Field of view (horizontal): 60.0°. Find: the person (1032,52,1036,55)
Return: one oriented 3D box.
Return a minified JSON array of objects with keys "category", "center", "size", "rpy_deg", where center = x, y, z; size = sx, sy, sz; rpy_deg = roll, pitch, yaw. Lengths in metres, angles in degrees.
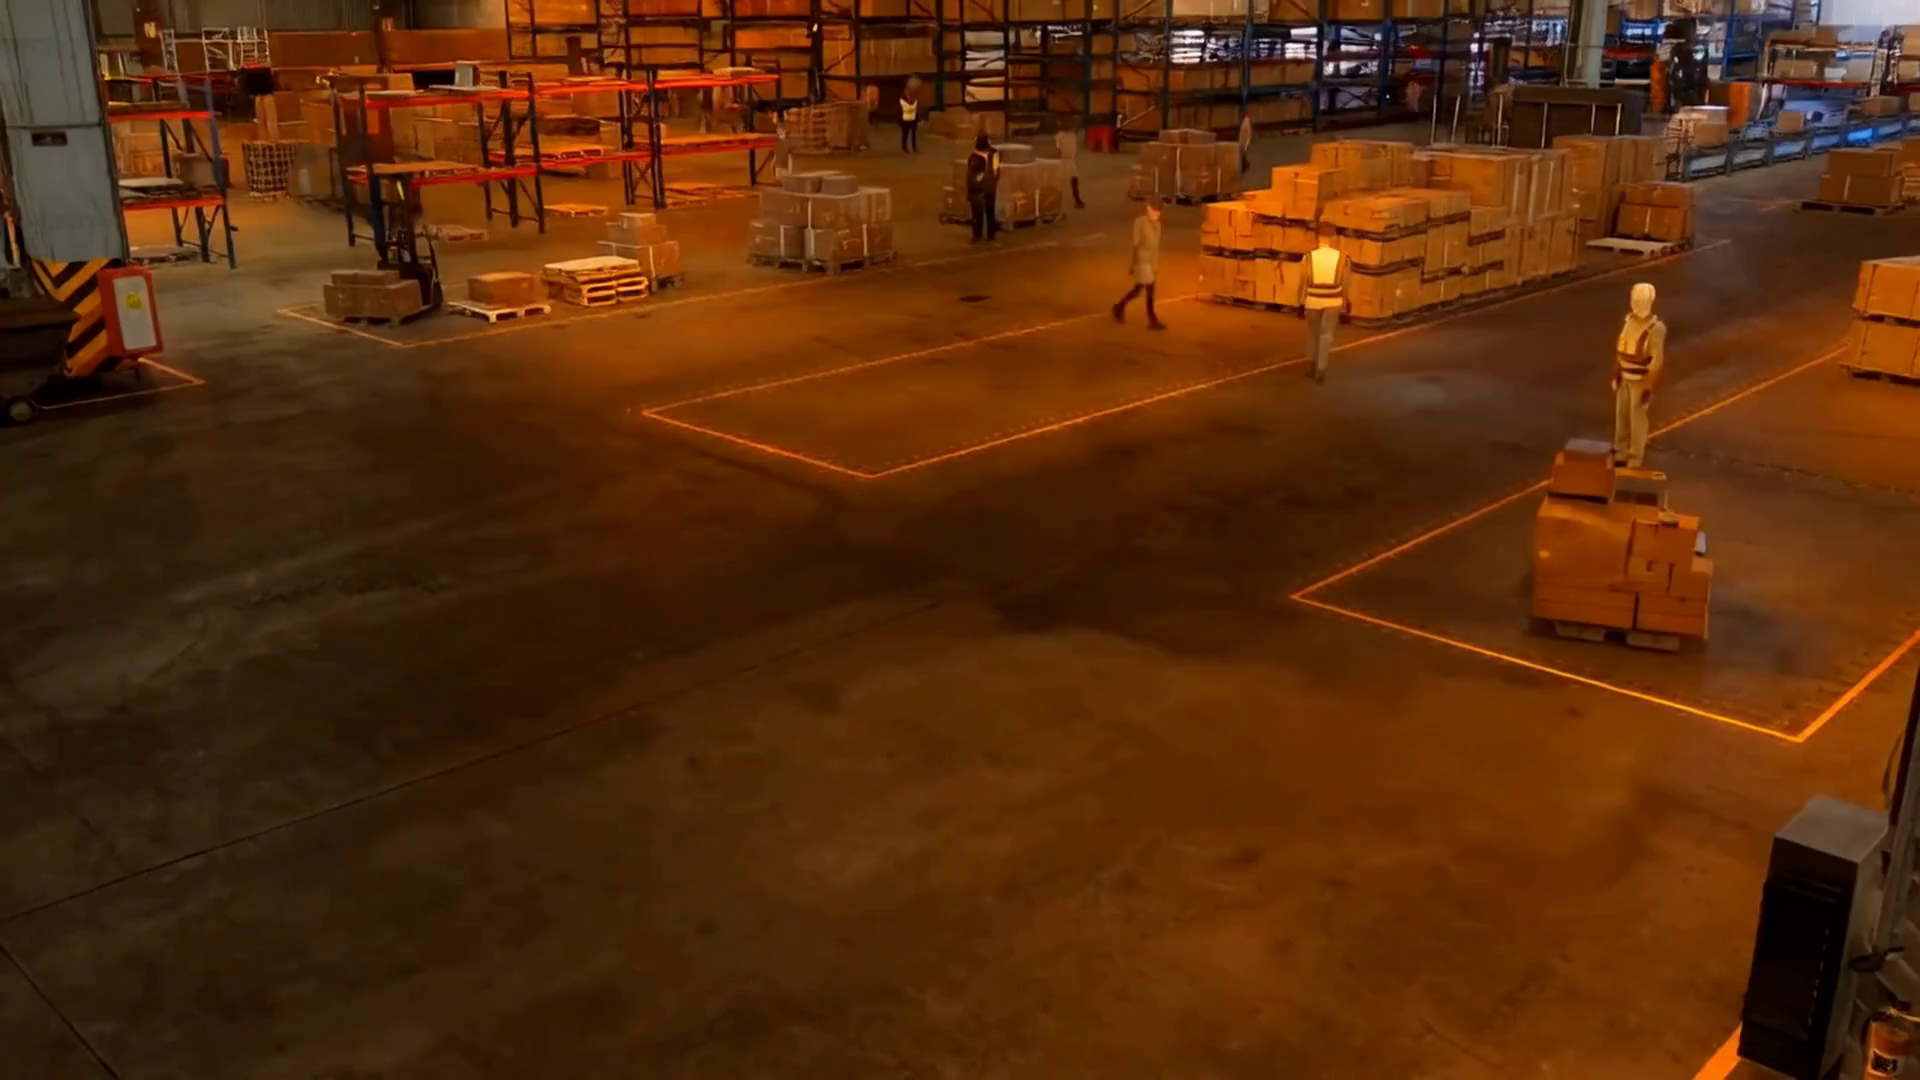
[{"category":"person","center":[3.517,-22.268,78.573],"size":[0.582,1.793,0.979],"rpy_deg":[-9,20,-26]}]

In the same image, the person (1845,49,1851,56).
[{"category":"person","center":[40.335,-21.407,75.764],"size":[0.630,1.918,1.099],"rpy_deg":[6,19,17]}]

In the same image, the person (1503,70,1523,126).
[{"category":"person","center":[18.857,-15.018,56.593],"size":[0.545,1.895,1.004],"rpy_deg":[-6,19,-19]}]

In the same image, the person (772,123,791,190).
[{"category":"person","center":[-3.725,-7.805,34.899],"size":[0.582,1.858,0.538],"rpy_deg":[-17,25,-42]}]

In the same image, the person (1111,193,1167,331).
[{"category":"person","center":[2.482,-3.871,23.024],"size":[0.908,1.879,0.613],"rpy_deg":[13,22,34]}]

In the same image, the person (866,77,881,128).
[{"category":"person","center":[-2.925,-14.815,56.280],"size":[0.640,1.677,0.531],"rpy_deg":[-15,24,-39]}]

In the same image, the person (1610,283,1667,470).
[{"category":"person","center":[6.454,-1.526,15.932],"size":[0.356,1.887,0.572],"rpy_deg":[-4,19,-13]}]

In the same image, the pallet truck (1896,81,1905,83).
[{"category":"pallet truck","center":[34.802,-16.331,61.455],"size":[0.653,1.274,1.630],"rpy_deg":[17,25,41]}]

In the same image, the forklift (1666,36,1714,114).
[{"category":"forklift","center":[27.341,-17.291,61.877],"size":[1.129,2.768,1.873],"rpy_deg":[17,25,41]}]

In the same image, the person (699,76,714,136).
[{"category":"person","center":[-7.919,-13.430,51.753],"size":[0.396,1.926,0.641],"rpy_deg":[-13,22,-33]}]

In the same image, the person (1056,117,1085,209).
[{"category":"person","center":[2.290,-8.106,35.722],"size":[0.611,1.919,1.032],"rpy_deg":[-14,23,-35]}]

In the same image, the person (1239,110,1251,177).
[{"category":"person","center":[7.078,-9.891,41.526],"size":[0.370,1.626,0.536],"rpy_deg":[6,19,18]}]

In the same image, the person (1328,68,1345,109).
[{"category":"person","center":[14.086,-16.826,62.312],"size":[0.561,1.708,0.860],"rpy_deg":[-16,24,-39]}]

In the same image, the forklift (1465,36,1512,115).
[{"category":"forklift","center":[19.973,-17.201,61.605],"size":[1.873,2.768,1.129],"rpy_deg":[16,24,40]}]

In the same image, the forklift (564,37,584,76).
[{"category":"forklift","center":[-14.198,-17.134,61.404],"size":[1.873,2.768,1.129],"rpy_deg":[2,18,6]}]

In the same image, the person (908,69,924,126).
[{"category":"person","center":[-1.488,-15.071,56.691],"size":[0.431,1.918,0.663],"rpy_deg":[-16,24,-39]}]

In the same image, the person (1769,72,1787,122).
[{"category":"person","center":[25.558,-13.575,51.991],"size":[0.370,2.044,0.608],"rpy_deg":[-7,20,-21]}]

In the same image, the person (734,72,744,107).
[{"category":"person","center":[-7.334,-14.661,55.453],"size":[0.388,1.930,0.541],"rpy_deg":[-5,19,-14]}]

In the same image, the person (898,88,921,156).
[{"category":"person","center":[-1.432,-11.755,46.781],"size":[0.623,1.867,0.988],"rpy_deg":[-8,20,-22]}]

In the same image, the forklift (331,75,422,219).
[{"category":"forklift","center":[-12.138,-8.120,34.247],"size":[1.873,2.768,1.129],"rpy_deg":[17,25,41]}]

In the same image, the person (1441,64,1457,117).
[{"category":"person","center":[17.925,-16.542,61.190],"size":[0.648,1.889,0.641],"rpy_deg":[14,23,36]}]

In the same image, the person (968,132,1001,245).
[{"category":"person","center":[0.381,-6.471,30.589],"size":[0.684,2.000,0.538],"rpy_deg":[-14,23,-36]}]

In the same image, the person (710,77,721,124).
[{"category":"person","center":[-8.377,-15.171,57.483],"size":[0.815,1.603,0.518],"rpy_deg":[16,24,39]}]

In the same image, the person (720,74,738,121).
[{"category":"person","center":[-7.257,-13.701,52.521],"size":[0.992,1.936,0.648],"rpy_deg":[2,18,6]}]

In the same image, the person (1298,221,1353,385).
[{"category":"person","center":[4.382,-2.859,19.918],"size":[0.634,1.903,0.941],"rpy_deg":[6,19,16]}]

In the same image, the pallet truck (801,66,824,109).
[{"category":"pallet truck","center":[-4.812,-15.182,56.903],"size":[0.823,1.965,1.885],"rpy_deg":[-9,21,-26]}]

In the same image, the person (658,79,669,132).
[{"category":"person","center":[-9.732,-14.190,54.383],"size":[0.322,1.697,0.532],"rpy_deg":[6,19,16]}]

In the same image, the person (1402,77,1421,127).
[{"category":"person","center":[15.306,-14.848,56.422],"size":[0.836,1.651,0.545],"rpy_deg":[-12,22,-33]}]

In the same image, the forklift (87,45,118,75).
[{"category":"forklift","center":[-26.944,-14.161,52.447],"size":[1.873,2.768,1.129],"rpy_deg":[6,19,18]}]

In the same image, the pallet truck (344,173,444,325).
[{"category":"pallet truck","center":[-8.209,-4.181,23.757],"size":[0.823,1.965,1.885],"rpy_deg":[3,19,9]}]
